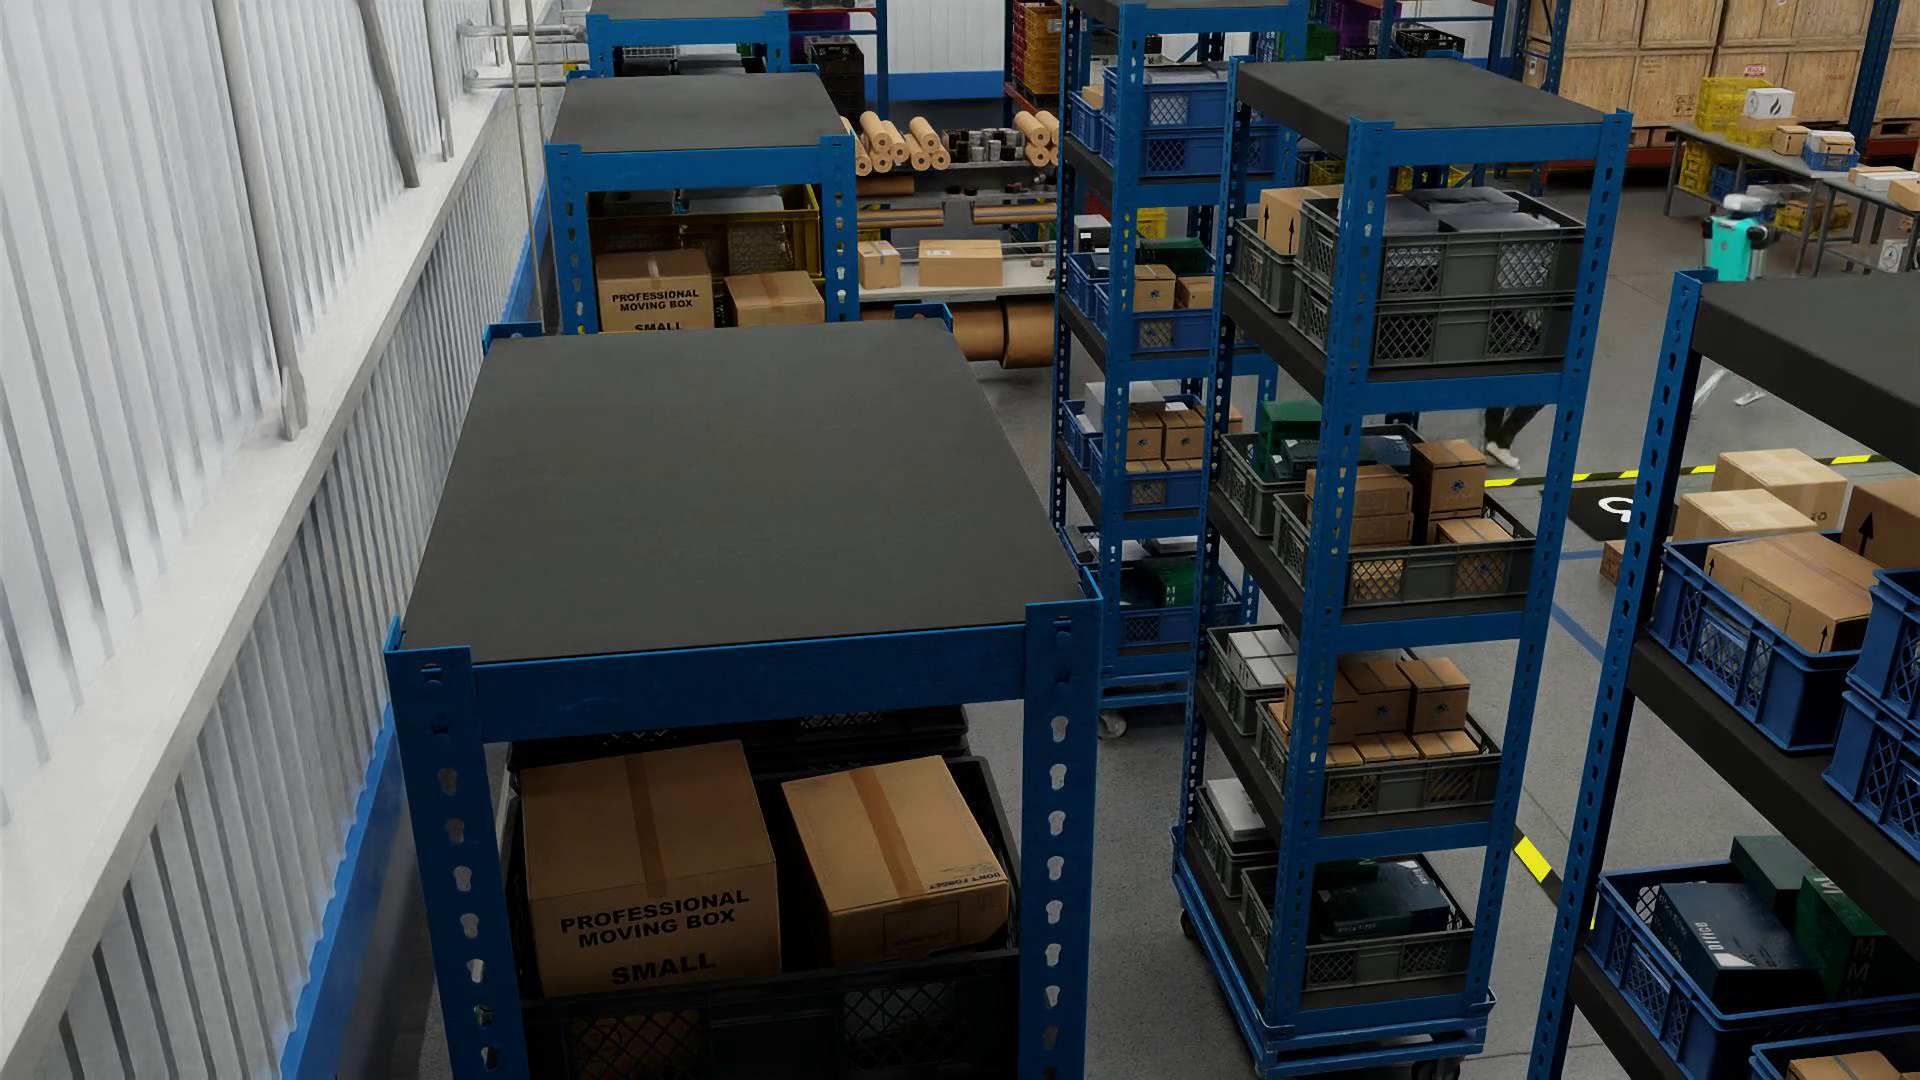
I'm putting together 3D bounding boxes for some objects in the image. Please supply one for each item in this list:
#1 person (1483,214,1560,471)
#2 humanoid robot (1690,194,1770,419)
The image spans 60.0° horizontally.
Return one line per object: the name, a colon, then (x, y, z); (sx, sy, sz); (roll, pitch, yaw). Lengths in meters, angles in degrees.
person: (3.839, -1.350, 11.349); (0.416, 1.841, 0.585); (-7, 26, -14)
humanoid robot: (5.803, -1.699, 12.303); (1.064, 1.761, 0.550); (-12, 27, -24)
